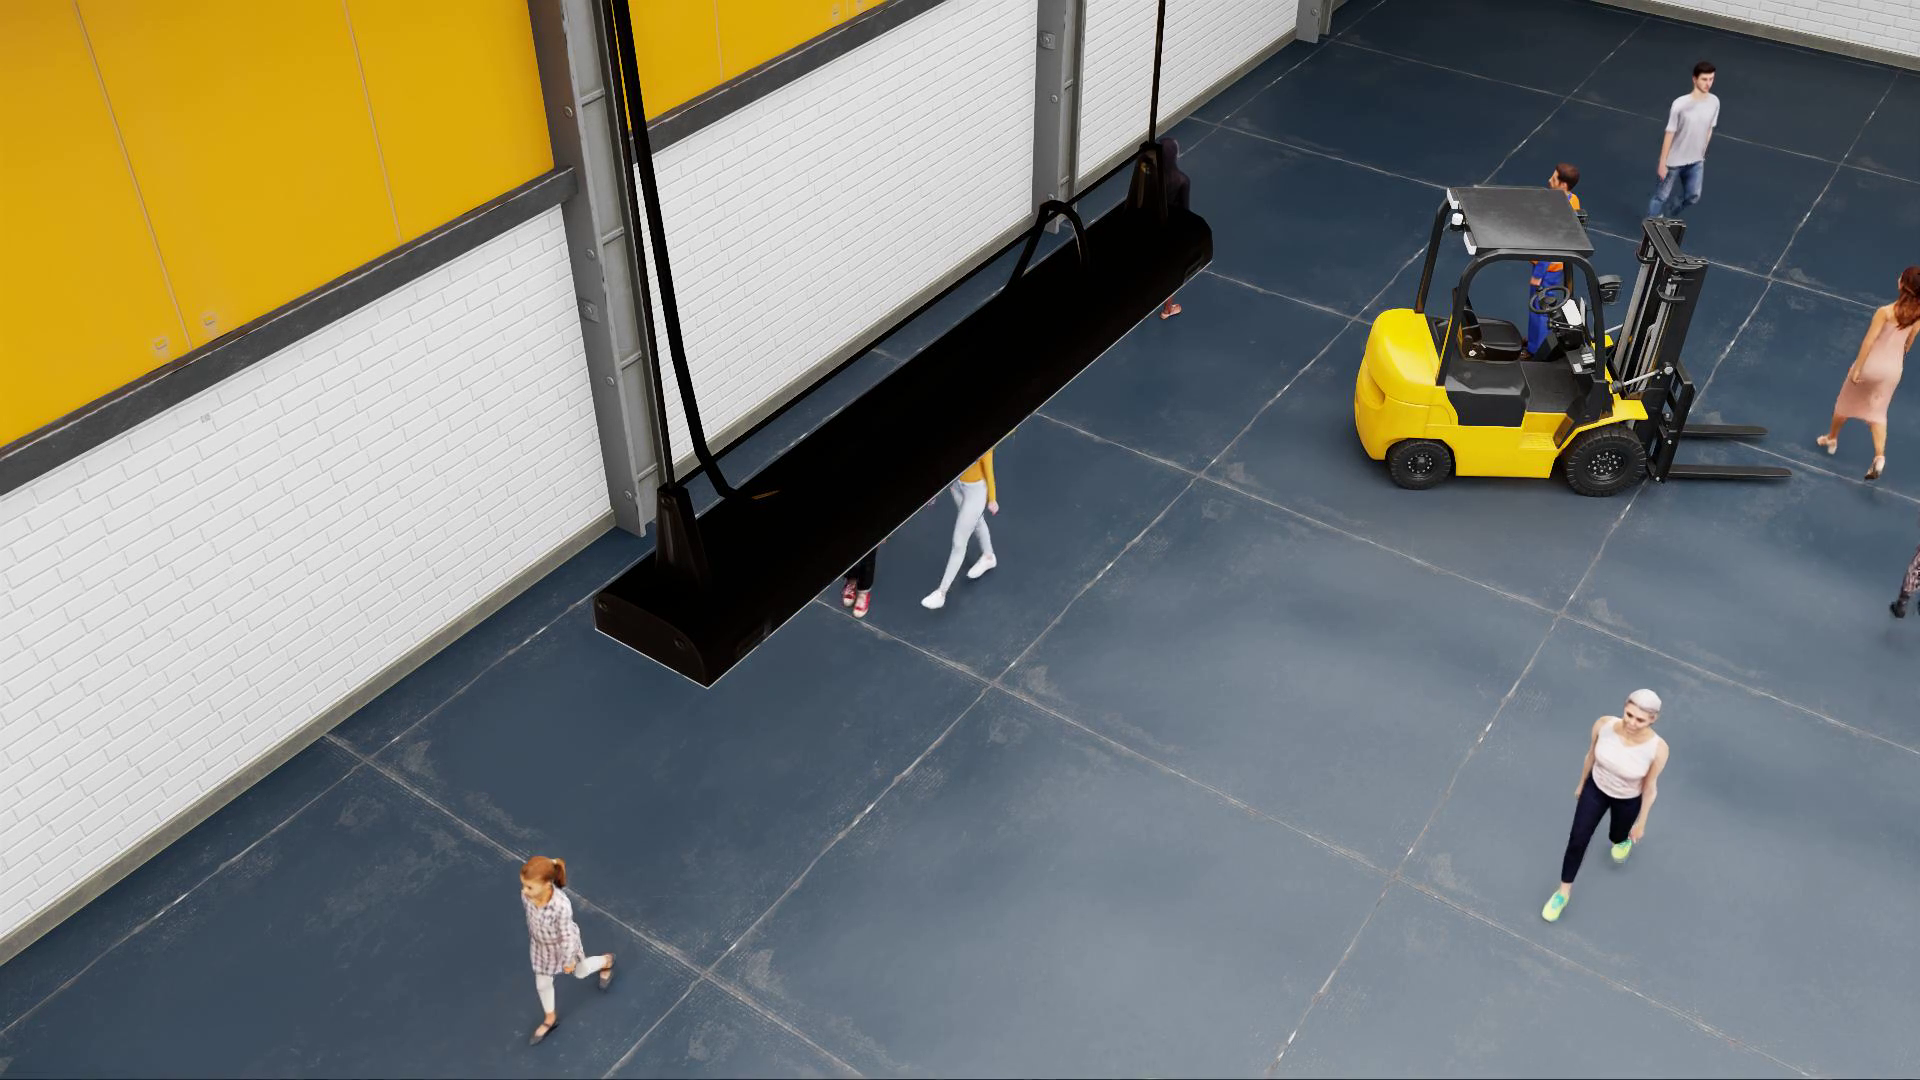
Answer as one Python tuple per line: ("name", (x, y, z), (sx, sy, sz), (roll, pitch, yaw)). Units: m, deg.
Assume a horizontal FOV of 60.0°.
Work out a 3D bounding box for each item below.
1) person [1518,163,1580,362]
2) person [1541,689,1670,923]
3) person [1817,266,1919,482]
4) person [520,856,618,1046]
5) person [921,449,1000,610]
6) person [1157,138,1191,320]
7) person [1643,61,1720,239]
("person", (5.098, -2.382, 14.384), (0.770, 1.861, 0.582), (18, 42, 21))
("person", (3.857, 1.463, 9.721), (0.695, 1.671, 1.150), (29, 47, 31))
("person", (7.253, -1.290, 13.057), (0.960, 1.810, 1.113), (-1, 39, -2))
("person", (-2.166, 2.172, 9.140), (0.591, 1.289, 0.918), (19, 42, 22))
("person", (0.117, -0.381, 11.999), (0.707, 1.711, 1.142), (28, 47, 31))
("person", (1.841, -2.830, 15.056), (0.610, 1.721, 0.498), (22, 43, 25))
("person", (6.934, -3.746, 16.078), (0.808, 1.877, 0.874), (-8, 39, -10))
